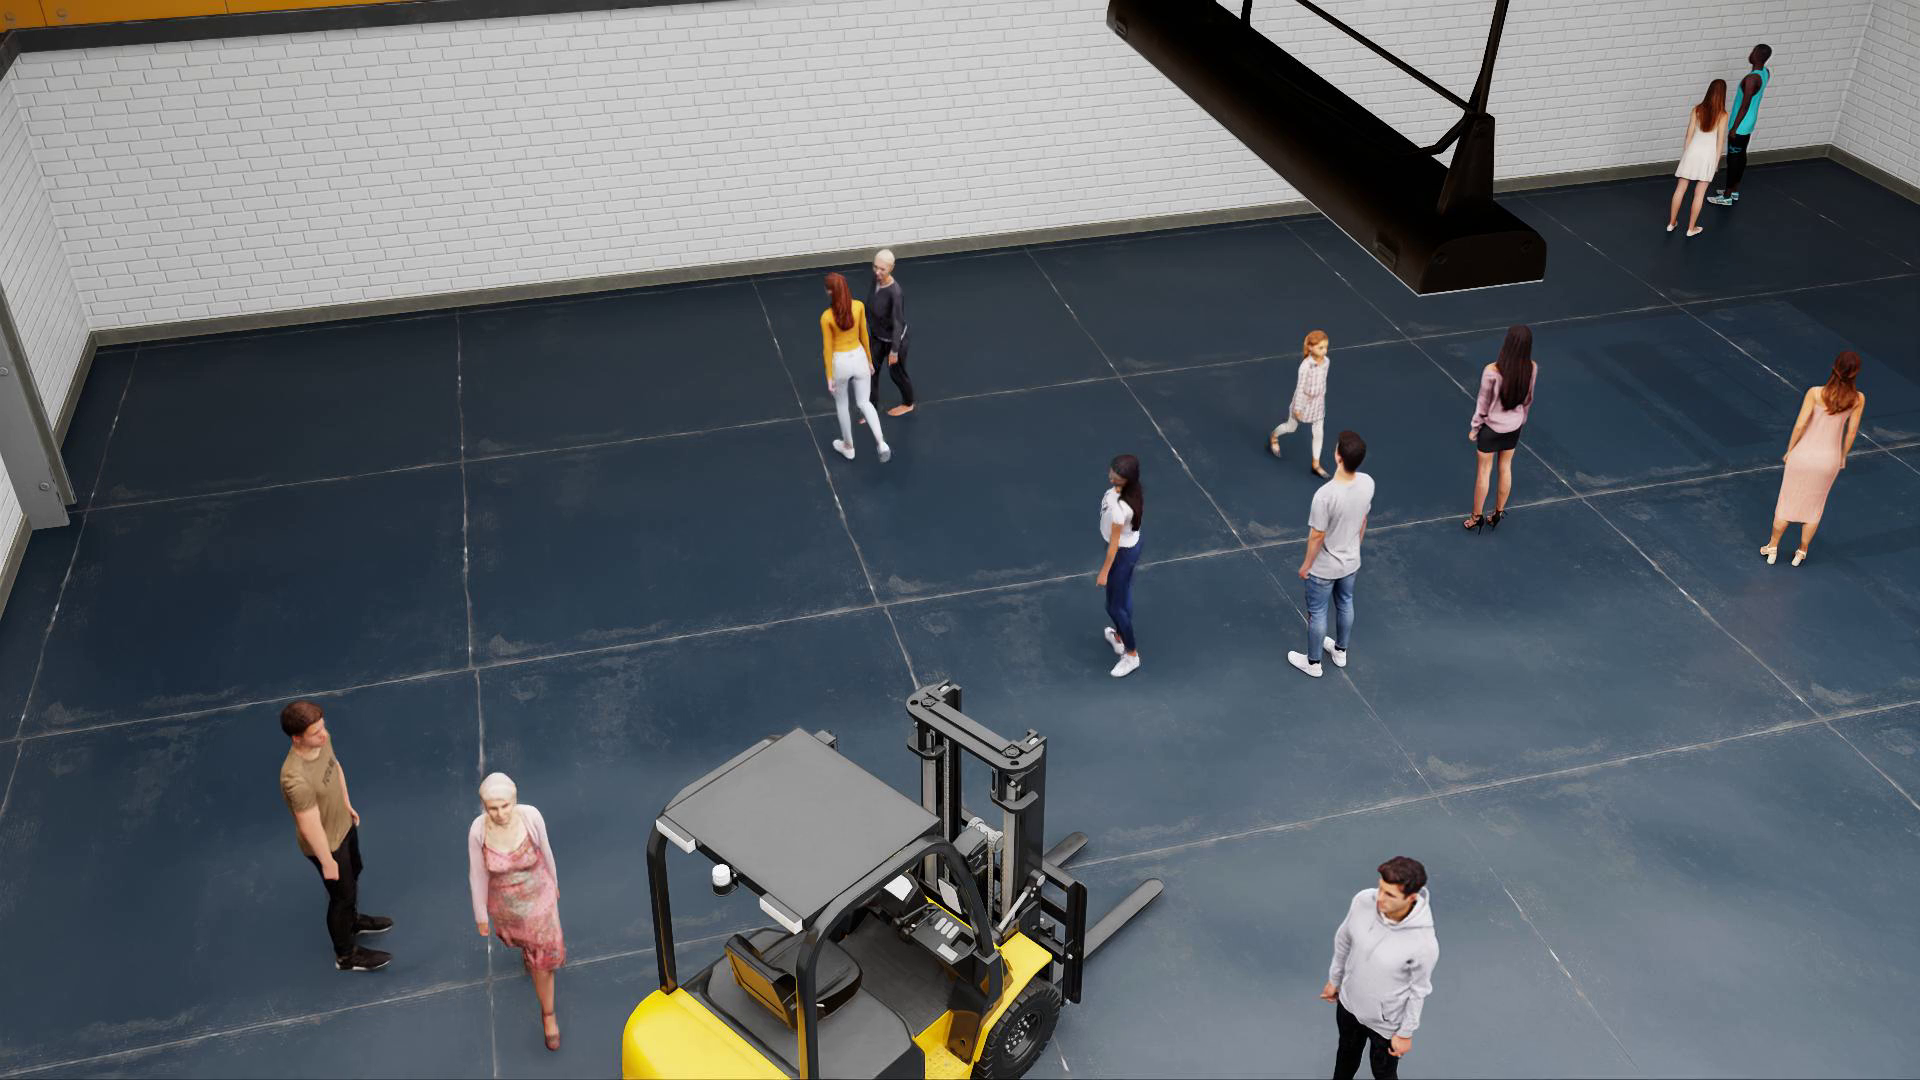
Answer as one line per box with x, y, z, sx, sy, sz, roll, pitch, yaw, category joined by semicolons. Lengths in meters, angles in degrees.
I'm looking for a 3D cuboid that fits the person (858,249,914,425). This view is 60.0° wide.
-0.590;-1.820;14.538;0.901;1.694;0.899;-18;38;-25;person

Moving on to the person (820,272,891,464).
-0.886;-1.390;13.863;0.773;1.723;1.041;-14;36;-20;person

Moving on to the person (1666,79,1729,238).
8.023;-4.155;18.034;0.623;1.711;0.710;25;41;33;person

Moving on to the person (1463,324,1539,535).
4.220;-0.858;12.984;0.629;1.811;0.539;-6;34;-9;person

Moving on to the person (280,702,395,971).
-3.513;1.626;9.219;0.775;1.842;0.584;-4;34;-6;person

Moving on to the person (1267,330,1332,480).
2.871;-1.185;13.949;0.734;1.287;1.004;-20;38;-27;person

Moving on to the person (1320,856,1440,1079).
2.055;2.265;8.179;0.832;1.930;0.697;-25;41;-33;person

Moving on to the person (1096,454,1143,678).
1.150;0.087;11.617;0.862;1.751;0.743;19;38;26;person

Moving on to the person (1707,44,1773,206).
8.825;-4.679;18.733;0.704;1.810;0.698;27;42;35;person

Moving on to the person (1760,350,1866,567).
6.477;-0.610;12.593;0.656;1.832;0.670;9;35;14;person

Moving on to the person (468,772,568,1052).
-2.404;1.880;9.010;0.641;1.651;1.068;-11;35;-16;person

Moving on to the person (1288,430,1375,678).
2.582;0.099;11.475;0.730;1.887;0.654;-18;38;-25;person
